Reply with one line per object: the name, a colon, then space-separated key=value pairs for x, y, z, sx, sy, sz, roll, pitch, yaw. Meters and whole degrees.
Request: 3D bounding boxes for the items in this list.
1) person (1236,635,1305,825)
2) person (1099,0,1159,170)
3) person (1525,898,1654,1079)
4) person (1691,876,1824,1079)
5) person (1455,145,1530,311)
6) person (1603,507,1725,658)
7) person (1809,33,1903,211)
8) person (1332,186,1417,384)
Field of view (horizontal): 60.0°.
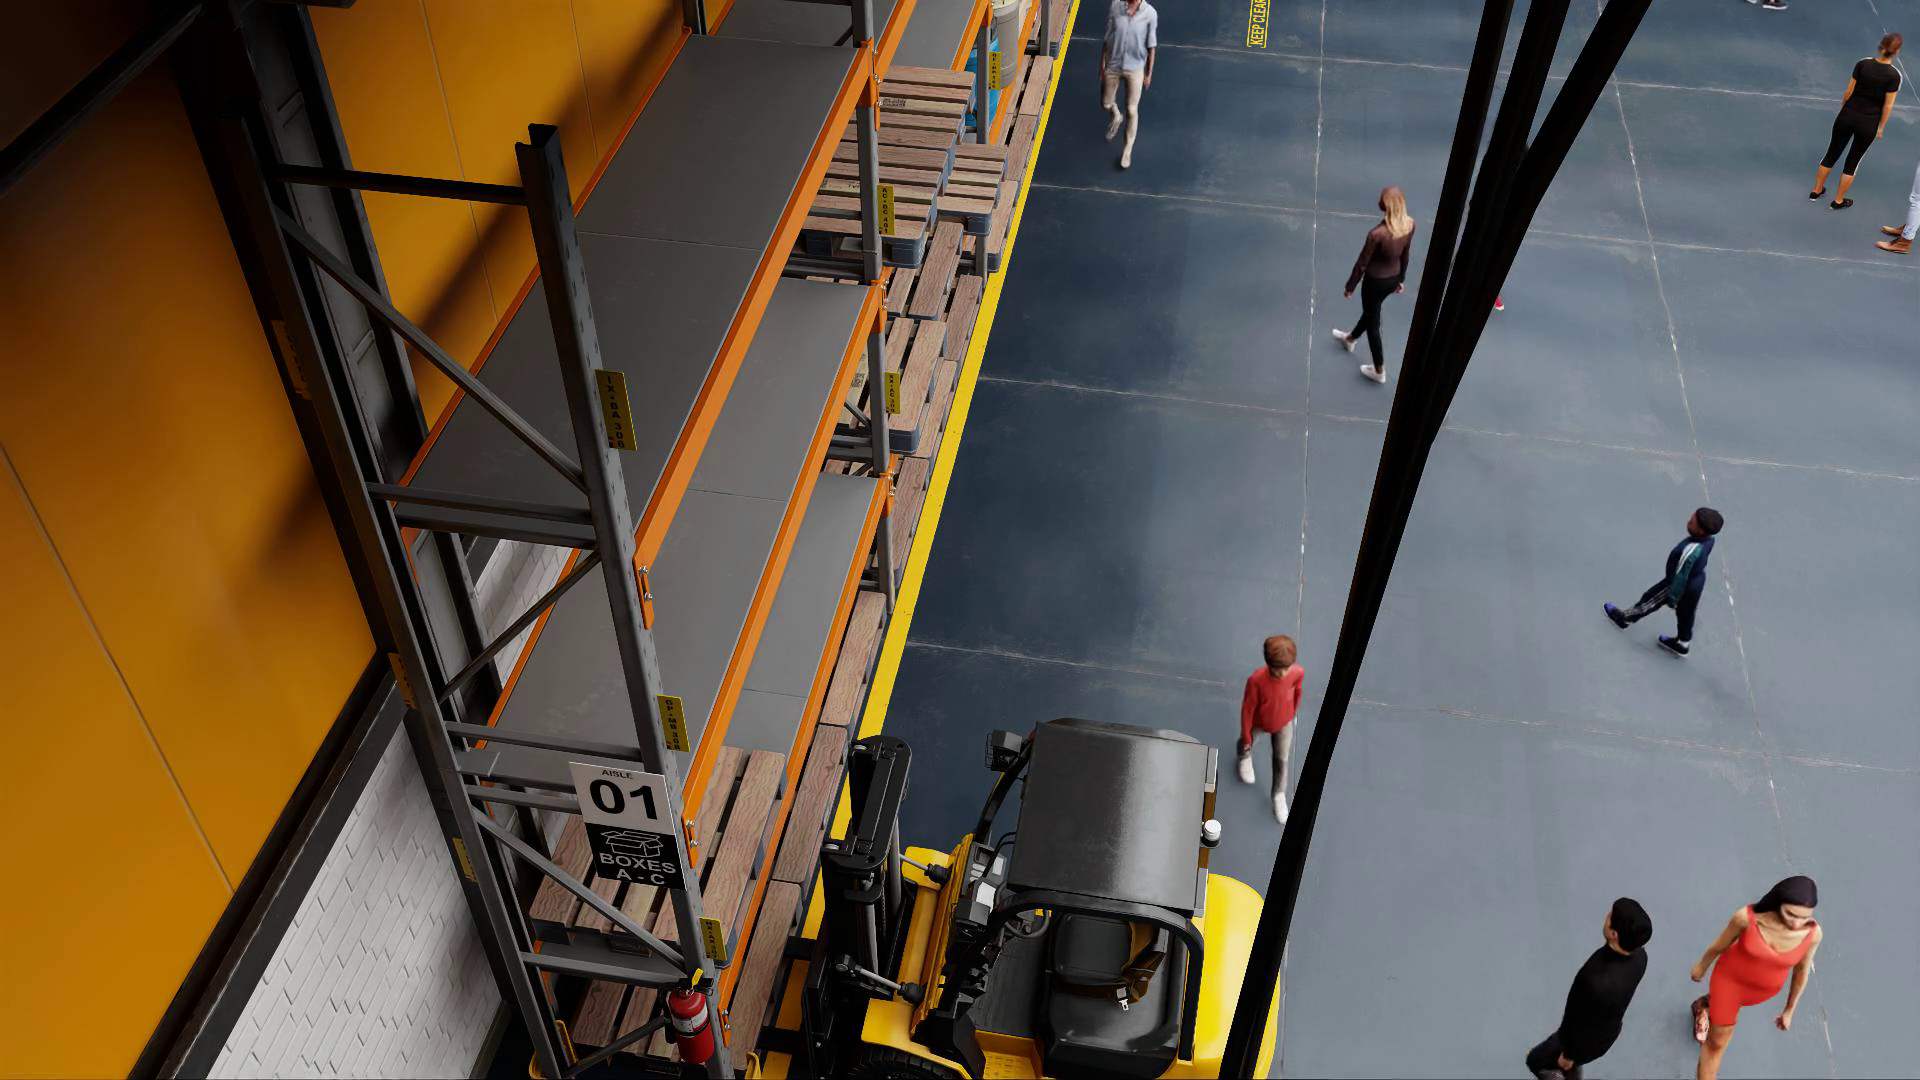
person: x=1.863 y=1.017 z=10.136 sx=0.723 sy=1.391 sz=0.927 roll=-5 pitch=44 yaw=-5
person: x=1.562 y=-4.458 z=15.556 sx=0.744 sy=1.841 sz=0.913 roll=12 pitch=45 yaw=13
person: x=3.222 y=2.481 z=8.368 sx=0.872 sy=1.708 sz=0.781 roll=31 pitch=52 yaw=28
person: x=4.085 y=2.229 z=8.667 sx=0.608 sy=1.662 sz=1.118 roll=8 pitch=44 yaw=8
person: x=4.482 y=-2.852 z=14.017 sx=0.930 sy=1.639 sz=1.160 roll=-11 pitch=45 yaw=-12
person: x=4.832 y=0.299 z=11.006 sx=0.840 sy=1.230 sz=0.861 roll=-32 pitch=52 yaw=-29
person: x=8.095 y=-3.778 z=14.969 sx=0.706 sy=1.666 sz=0.659 roll=-29 pitch=51 yaw=-27
person: x=3.332 y=-1.969 z=13.064 sx=0.978 sy=1.675 sz=1.049 roll=-24 pitch=48 yaw=-23
